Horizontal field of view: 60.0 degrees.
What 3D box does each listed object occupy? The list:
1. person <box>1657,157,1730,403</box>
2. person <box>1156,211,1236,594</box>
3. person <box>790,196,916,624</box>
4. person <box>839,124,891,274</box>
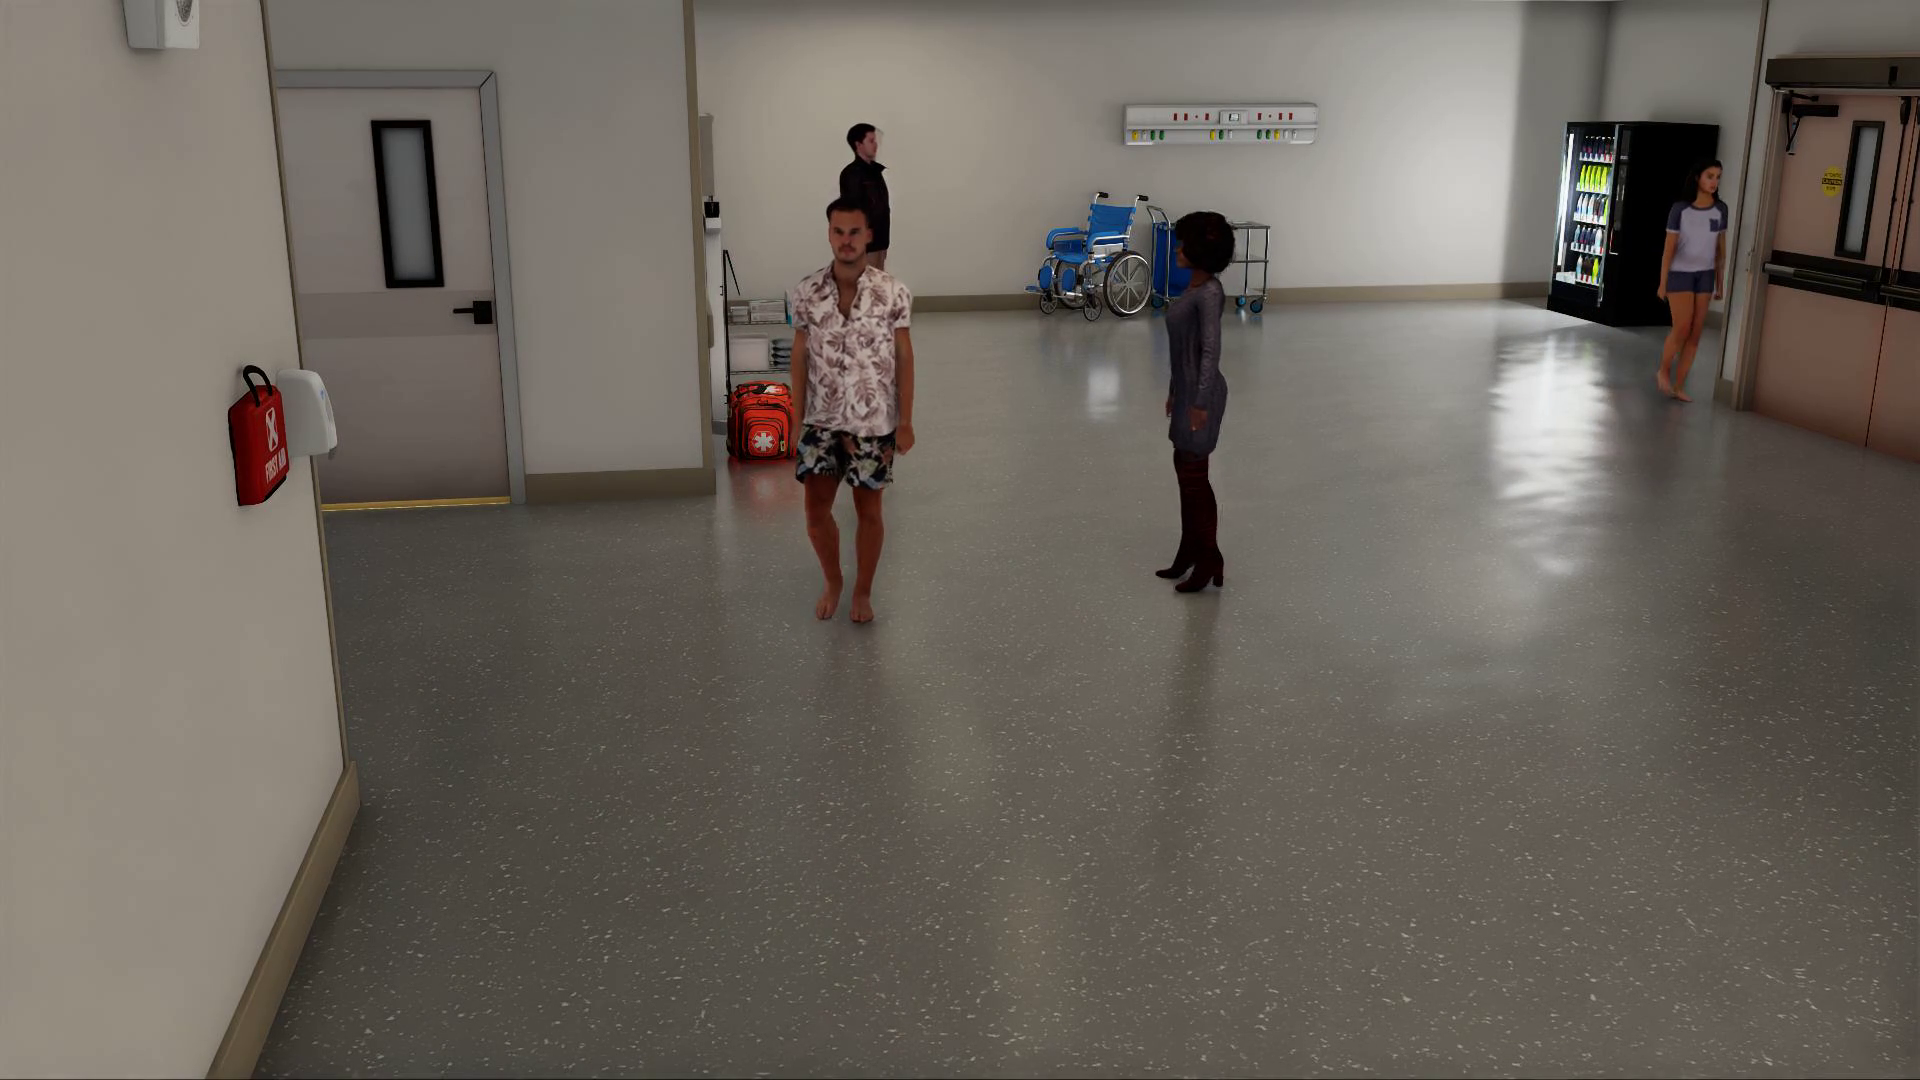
[{"bbox_3d":[5.160,-1.850,11.871,0.595,1.719,0.597,-2,16,-7],"label":"person"},{"bbox_3d":[1.089,-0.625,7.539,0.679,1.712,0.491,0,16,0],"label":"person"},{"bbox_3d":[-0.462,-0.555,7.120,0.753,1.804,0.714,1,16,2],"label":"person"},{"bbox_3d":[-0.728,-2.215,12.786,0.851,1.924,0.730,6,17,19],"label":"person"}]
